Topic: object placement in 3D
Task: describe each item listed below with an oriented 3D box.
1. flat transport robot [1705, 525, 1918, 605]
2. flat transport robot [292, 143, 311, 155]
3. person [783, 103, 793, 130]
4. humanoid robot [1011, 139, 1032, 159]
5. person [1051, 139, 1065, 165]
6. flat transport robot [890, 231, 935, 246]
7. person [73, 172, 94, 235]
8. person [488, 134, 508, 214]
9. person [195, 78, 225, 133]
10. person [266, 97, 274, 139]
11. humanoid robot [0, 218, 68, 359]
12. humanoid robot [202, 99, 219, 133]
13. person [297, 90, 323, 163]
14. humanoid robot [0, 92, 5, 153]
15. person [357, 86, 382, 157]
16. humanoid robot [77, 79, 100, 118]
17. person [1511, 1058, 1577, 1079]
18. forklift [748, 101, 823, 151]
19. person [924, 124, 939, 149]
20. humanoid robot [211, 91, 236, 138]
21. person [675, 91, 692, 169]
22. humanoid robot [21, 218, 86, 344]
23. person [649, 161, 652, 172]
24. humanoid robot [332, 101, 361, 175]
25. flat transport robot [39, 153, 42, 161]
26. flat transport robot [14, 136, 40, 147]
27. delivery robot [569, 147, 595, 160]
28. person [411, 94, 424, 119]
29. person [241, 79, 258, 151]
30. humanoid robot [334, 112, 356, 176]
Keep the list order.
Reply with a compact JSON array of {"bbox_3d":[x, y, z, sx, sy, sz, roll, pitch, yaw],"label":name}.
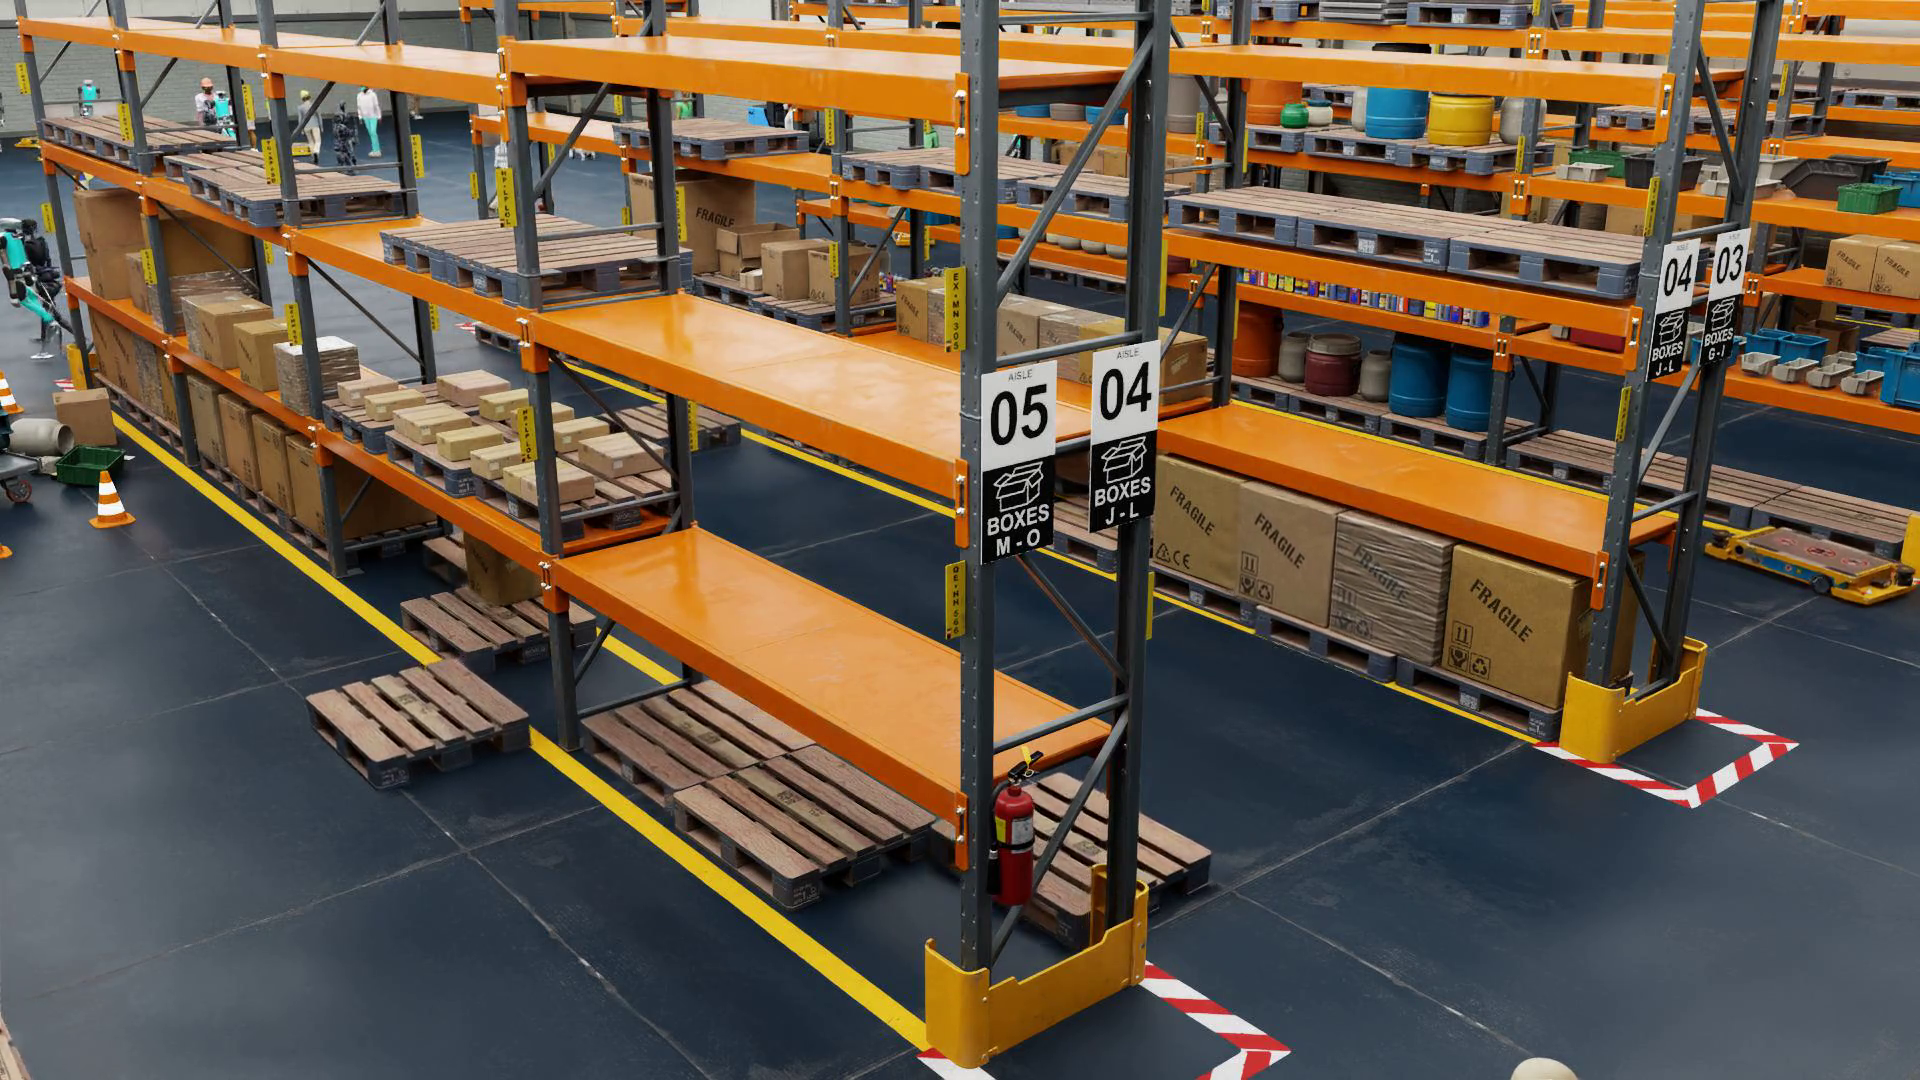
[{"bbox_3d":[6.859,0.176,13.436,0.659,0.231,1.431,-11,22,-29],"label":"flat transport robot"},{"bbox_3d":[-16.746,-9.876,42.043,0.659,0.231,1.431,-10,22,-27],"label":"flat transport robot"},{"bbox_3d":[-3.694,-8.749,36.388,0.355,1.892,0.583,-5,20,-15],"label":"person"},{"bbox_3d":[1.034,-7.540,33.188,1.016,1.710,0.530,-10,22,-26],"label":"humanoid robot"},{"bbox_3d":[1.786,-6.894,31.331,0.418,1.752,0.551,-11,22,-28],"label":"person"},{"bbox_3d":[-0.869,-5.378,29.240,0.659,0.231,1.431,-3,20,-9],"label":"flat transport robot"},{"bbox_3d":[-15.741,-6.428,29.807,0.398,1.886,0.508,-7,21,-20],"label":"person"},{"bbox_3d":[-8.874,-7.267,32.264,1.003,1.828,0.598,-9,21,-23],"label":"person"},{"bbox_3d":[-17.756,-9.917,39.490,0.606,2.044,0.368,-16,25,-39],"label":"person"},{"bbox_3d":[-18.538,-11.615,44.833,0.320,1.697,0.531,-9,21,-23],"label":"person"},{"bbox_3d":[-11.262,-2.981,20.365,0.746,1.902,0.544,0,19,-1],"label":"humanoid robot"},{"bbox_3d":[-17.244,-9.306,38.302,0.544,1.641,0.608,2,19,4],"label":"humanoid robot"},{"bbox_3d":[-15.569,-9.894,39.892,0.525,1.725,0.666,-4,20,-12],"label":"person"},{"bbox_3d":[-24.428,-10.618,41.978,0.542,1.752,1.008,-14,24,-34],"label":"humanoid robot"},{"bbox_3d":[-14.646,-10.421,41.171,0.492,1.875,0.911,3,20,8],"label":"person"},{"bbox_3d":[-22.776,-11.173,43.527,0.553,1.779,0.821,-13,23,-33],"label":"humanoid robot"},{"bbox_3d":[1.620,2.339,4.976,0.400,1.798,0.596,-10,22,-27],"label":"person"},{"bbox_3d":[-4.526,-11.368,42.374,1.129,2.768,1.873,-15,24,-37],"label":"forklift"},{"bbox_3d":[-0.598,-7.546,33.209,0.478,1.734,0.315,15,24,36],"label":"person"},{"bbox_3d":[-17.185,-9.637,39.129,0.730,1.773,0.532,15,24,36],"label":"humanoid robot"},{"bbox_3d":[-6.319,-9.446,38.265,0.469,1.960,0.531,6,20,16],"label":"person"},{"bbox_3d":[-11.694,-3.303,21.321,0.788,1.646,0.587,0,19,-1],"label":"humanoid robot"},{"bbox_3d":[-5.069,-5.943,28.304,0.377,1.958,0.602,-10,22,-25],"label":"person"},{"bbox_3d":[-13.986,-9.167,37.897,0.603,1.645,0.335,-4,20,-10],"label":"humanoid robot"},{"bbox_3d":[-21.740,-9.437,40.794,1.431,0.231,0.659,-5,20,-14],"label":"flat transport robot"},{"bbox_3d":[-24.147,-10.527,43.897,0.659,0.231,1.431,5,20,14],"label":"flat transport robot"},{"bbox_3d":[-9.288,-9.664,40.994,0.499,0.585,0.765,-12,23,-31],"label":"delivery robot"},{"bbox_3d":[-16.676,-13.857,50.975,0.513,1.862,0.479,15,24,37],"label":"person"},{"bbox_3d":[-18.075,-10.731,42.109,0.793,1.842,0.419,11,22,28],"label":"person"},{"bbox_3d":[-13.077,-8.263,35.356,0.702,1.633,0.595,-3,20,-9],"label":"humanoid robot"}]
